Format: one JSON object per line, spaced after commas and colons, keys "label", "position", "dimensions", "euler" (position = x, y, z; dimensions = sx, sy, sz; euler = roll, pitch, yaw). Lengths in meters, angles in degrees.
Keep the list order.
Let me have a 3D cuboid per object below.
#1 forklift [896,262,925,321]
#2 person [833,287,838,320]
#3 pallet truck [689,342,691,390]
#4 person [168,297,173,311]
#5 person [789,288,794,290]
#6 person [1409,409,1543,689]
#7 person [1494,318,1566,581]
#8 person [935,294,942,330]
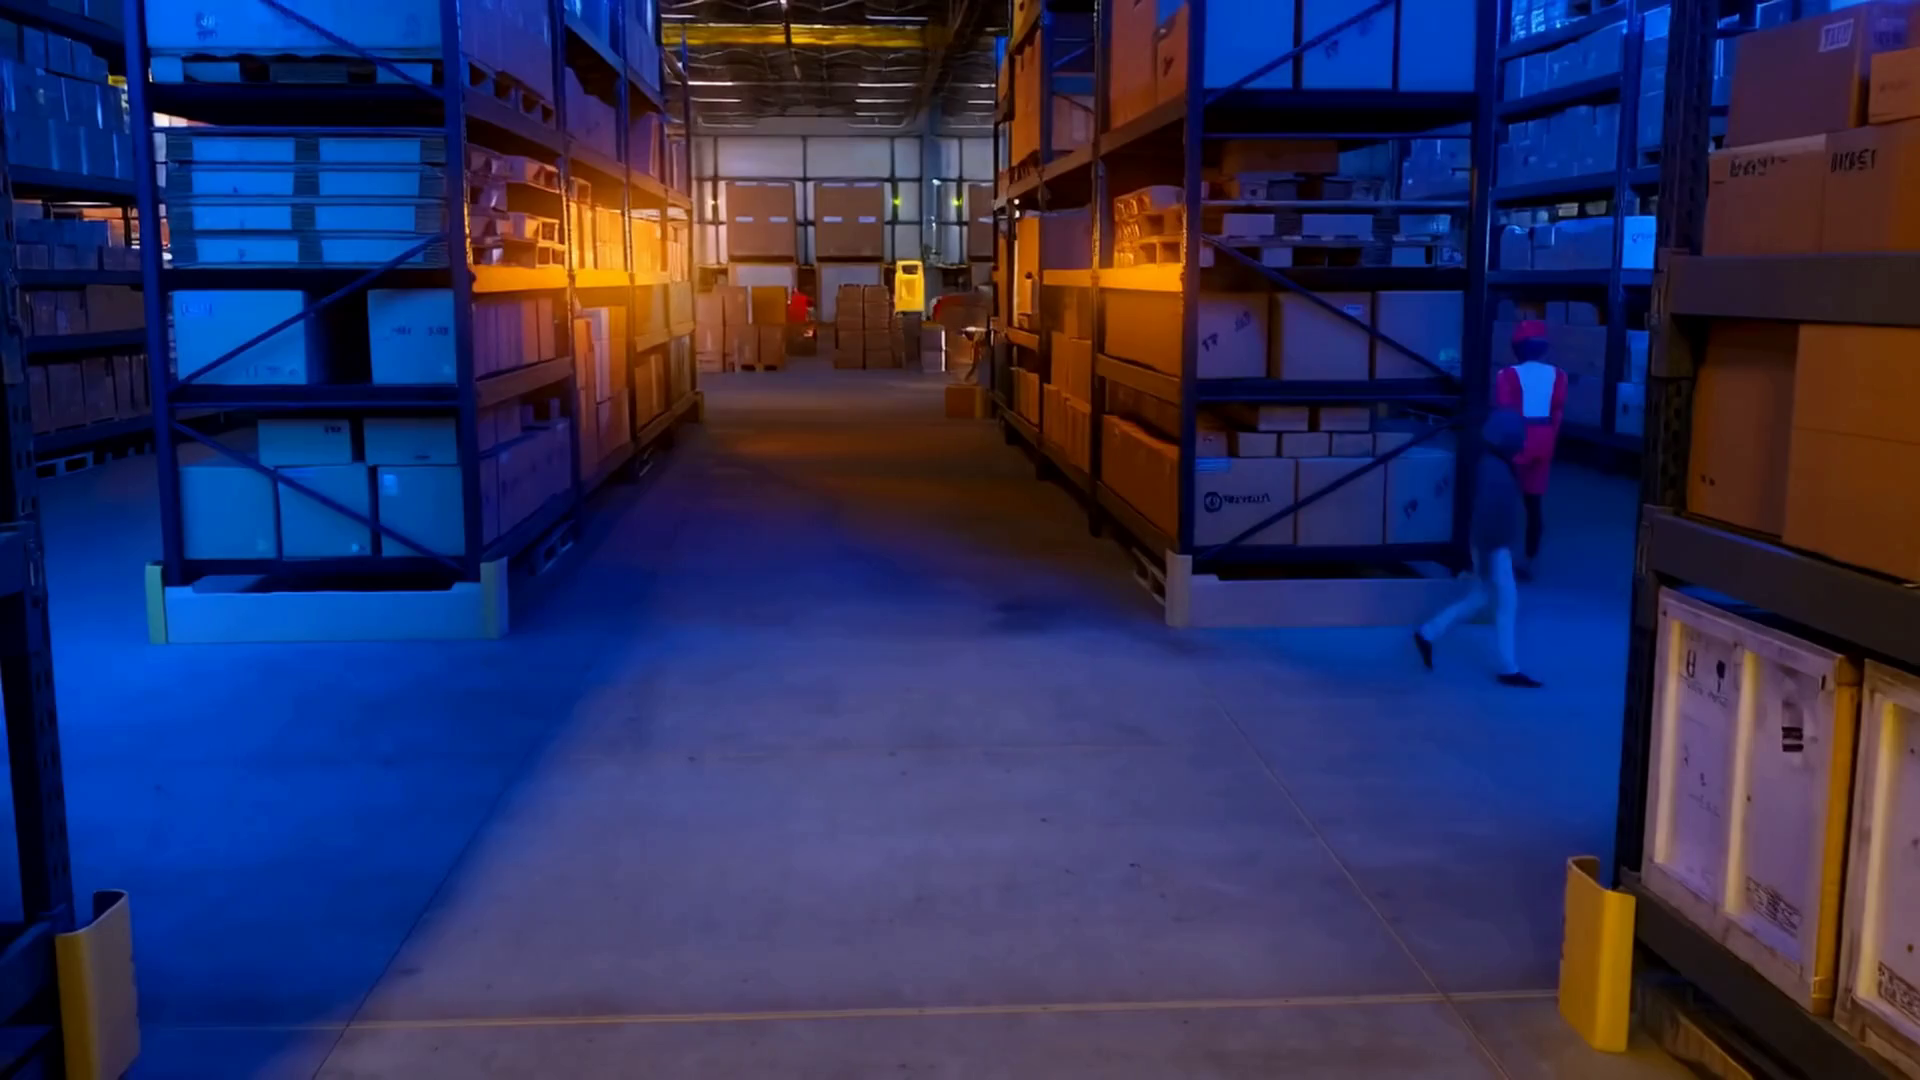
{"label": "forklift", "position": [-1.812, -8.621, 59.961], "dimensions": [1.129, 2.768, 1.873], "euler": [-1, 9, -4]}
{"label": "person", "position": [-4.565, -8.622, 62.942], "dimensions": [0.543, 1.931, 0.371], "euler": [2, 9, 10]}
{"label": "pallet truck", "position": [-5.225, -3.008, 27.480], "dimensions": [1.885, 1.965, 0.823], "euler": [2, 9, 14]}
{"label": "person", "position": [-26.418, -7.355, 55.771], "dimensions": [0.682, 1.676, 0.533], "euler": [2, 9, 12]}
{"label": "person", "position": [-6.320, -8.561, 62.736], "dimensions": [0.417, 1.870, 0.614], "euler": [1, 9, 9]}
{"label": "person", "position": [2.997, 0.041, 9.580], "dimensions": [0.706, 1.606, 0.502], "euler": [3, 10, 21]}
{"label": "person", "position": [4.359, -0.697, 12.896], "dimensions": [0.616, 2.024, 0.542], "euler": [-2, 9, -10]}
{"label": "person", "position": [-0.411, -5.456, 43.248], "dimensions": [0.963, 1.881, 0.590], "euler": [-1, 9, -7]}
